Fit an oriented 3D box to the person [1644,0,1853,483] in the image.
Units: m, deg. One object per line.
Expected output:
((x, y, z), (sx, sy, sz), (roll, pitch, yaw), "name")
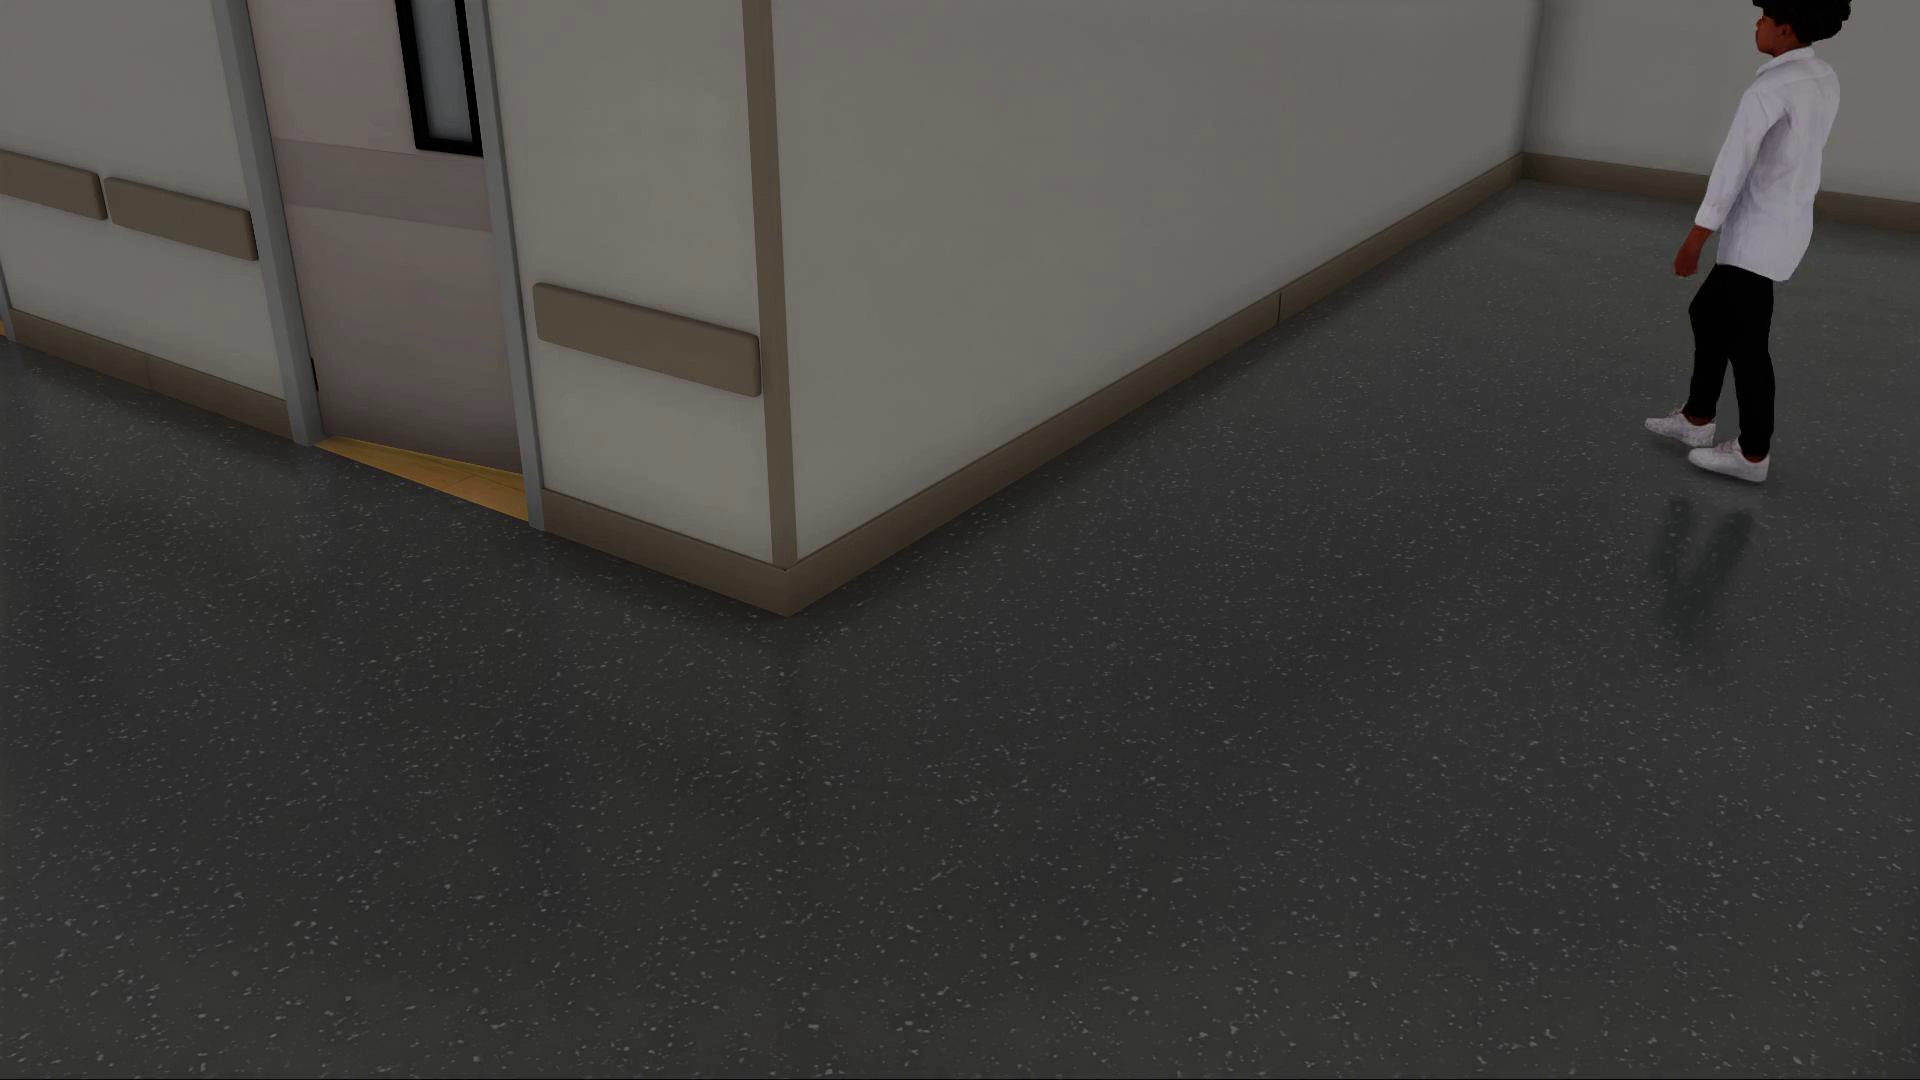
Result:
((2.865, -1.049, 5.783), (0.764, 1.789, 0.802), (-22, 33, -38), "person")
